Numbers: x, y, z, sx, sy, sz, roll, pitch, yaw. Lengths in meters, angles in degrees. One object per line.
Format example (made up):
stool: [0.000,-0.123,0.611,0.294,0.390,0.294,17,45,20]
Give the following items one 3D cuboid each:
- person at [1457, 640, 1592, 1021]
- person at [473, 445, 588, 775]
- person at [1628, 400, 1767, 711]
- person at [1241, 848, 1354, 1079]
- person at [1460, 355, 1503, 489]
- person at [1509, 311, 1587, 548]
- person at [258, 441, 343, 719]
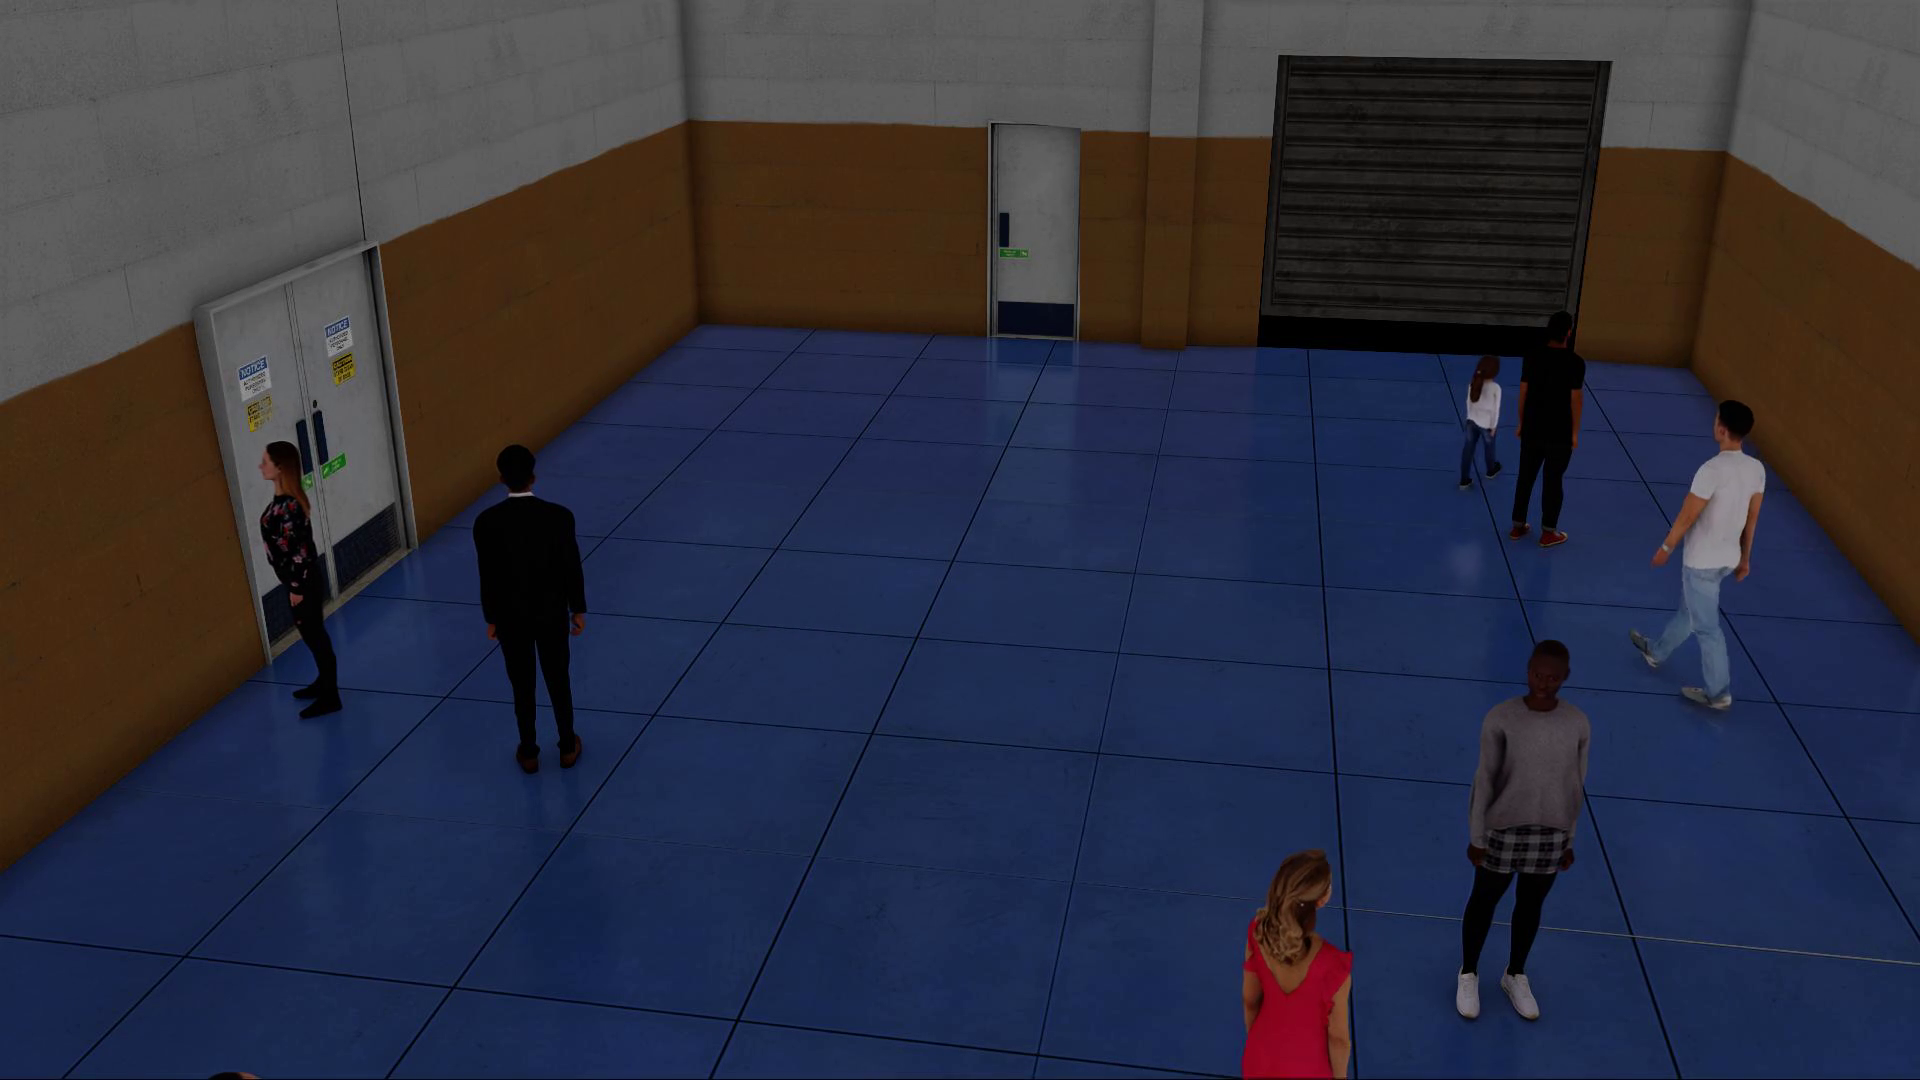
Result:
person: [2.404,1.231,7.113,0.505,1.771,0.708,0,22,1]
person: [-2.339,0.383,9.075,0.675,1.883,0.834,-7,23,-16]
person: [4.482,0.136,9.775,1.147,1.819,1.154,-12,25,-27]
person: [1.127,1.817,5.712,0.639,1.728,0.724,20,29,41]
person: [4.189,-0.945,13.448,0.753,1.085,0.734,18,28,37]
person: [4.324,-0.820,12.236,0.689,1.758,0.786,19,29,39]
person: [-3.859,0.219,9.750,0.674,1.683,0.649,-9,24,-21]
